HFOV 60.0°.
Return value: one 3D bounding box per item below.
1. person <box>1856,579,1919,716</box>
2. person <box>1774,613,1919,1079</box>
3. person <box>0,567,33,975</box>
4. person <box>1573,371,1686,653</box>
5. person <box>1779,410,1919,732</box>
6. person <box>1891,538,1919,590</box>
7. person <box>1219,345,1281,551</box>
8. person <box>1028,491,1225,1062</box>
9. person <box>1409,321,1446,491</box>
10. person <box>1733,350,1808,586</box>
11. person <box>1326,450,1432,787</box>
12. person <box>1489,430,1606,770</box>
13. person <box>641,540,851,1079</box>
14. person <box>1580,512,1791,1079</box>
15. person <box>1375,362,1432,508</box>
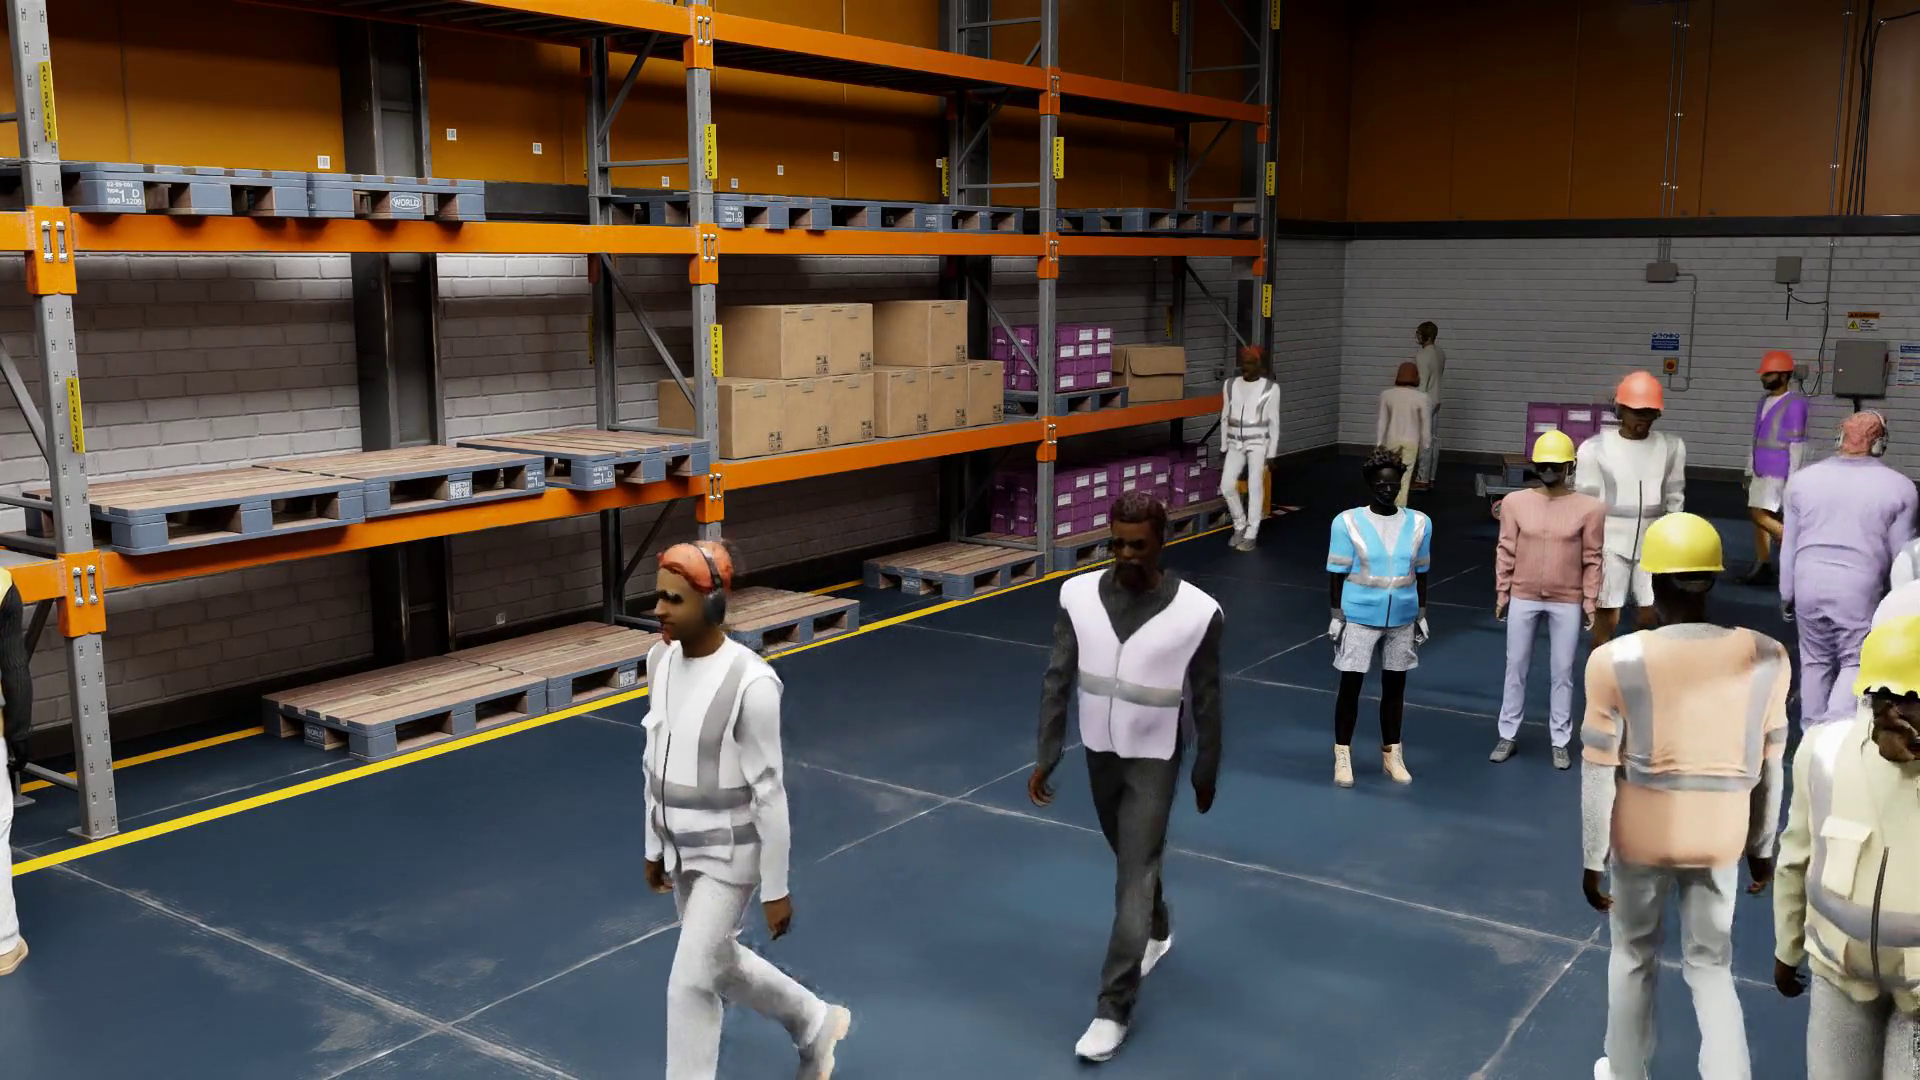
[{"bbox_3d":[3.200,0.805,5.292,0.670,1.881,0.710,6,11,33],"label":"person"},{"bbox_3d":[2.371,1.041,4.154,0.663,1.801,0.622,-9,13,-42],"label":"person"},{"bbox_3d":[-3.717,0.708,6.057,0.619,1.836,0.430,-5,11,-26],"label":"person"},{"bbox_3d":[3.785,0.050,9.411,0.673,2.019,0.524,0,10,-1],"label":"person"},{"bbox_3d":[4.469,0.281,8.442,0.627,1.881,0.658,-9,13,-44],"label":"person"},{"bbox_3d":[4.133,0.592,6.822,0.605,1.802,0.591,4,10,23],"label":"person"},{"bbox_3d":[2.595,-0.822,15.035,0.613,1.870,0.417,7,12,35],"label":"person"},{"bbox_3d":[0.601,0.742,5.778,0.596,1.863,1.015,5,11,30],"label":"person"},{"bbox_3d":[5.334,-1.536,19.093,0.372,1.940,0.630,7,12,34],"label":"person"},{"bbox_3d":[6.544,-0.566,13.356,0.469,1.921,0.556,0,10,-1],"label":"person"},{"bbox_3d":[2.091,0.394,8.317,0.540,1.696,0.316,-1,10,-5],"label":"person"},{"bbox_3d":[3.036,0.310,8.608,0.526,1.768,0.330,5,11,25],"label":"person"},{"bbox_3d":[-0.661,0.901,4.865,0.872,1.856,0.586,-8,13,-41],"label":"person"},{"bbox_3d":[2.108,0.874,4.853,0.601,1.902,0.766,1,10,6],"label":"person"},{"bbox_3d":[4.468,-0.976,16.689,0.534,1.612,0.586,5,11,29],"label":"person"}]
